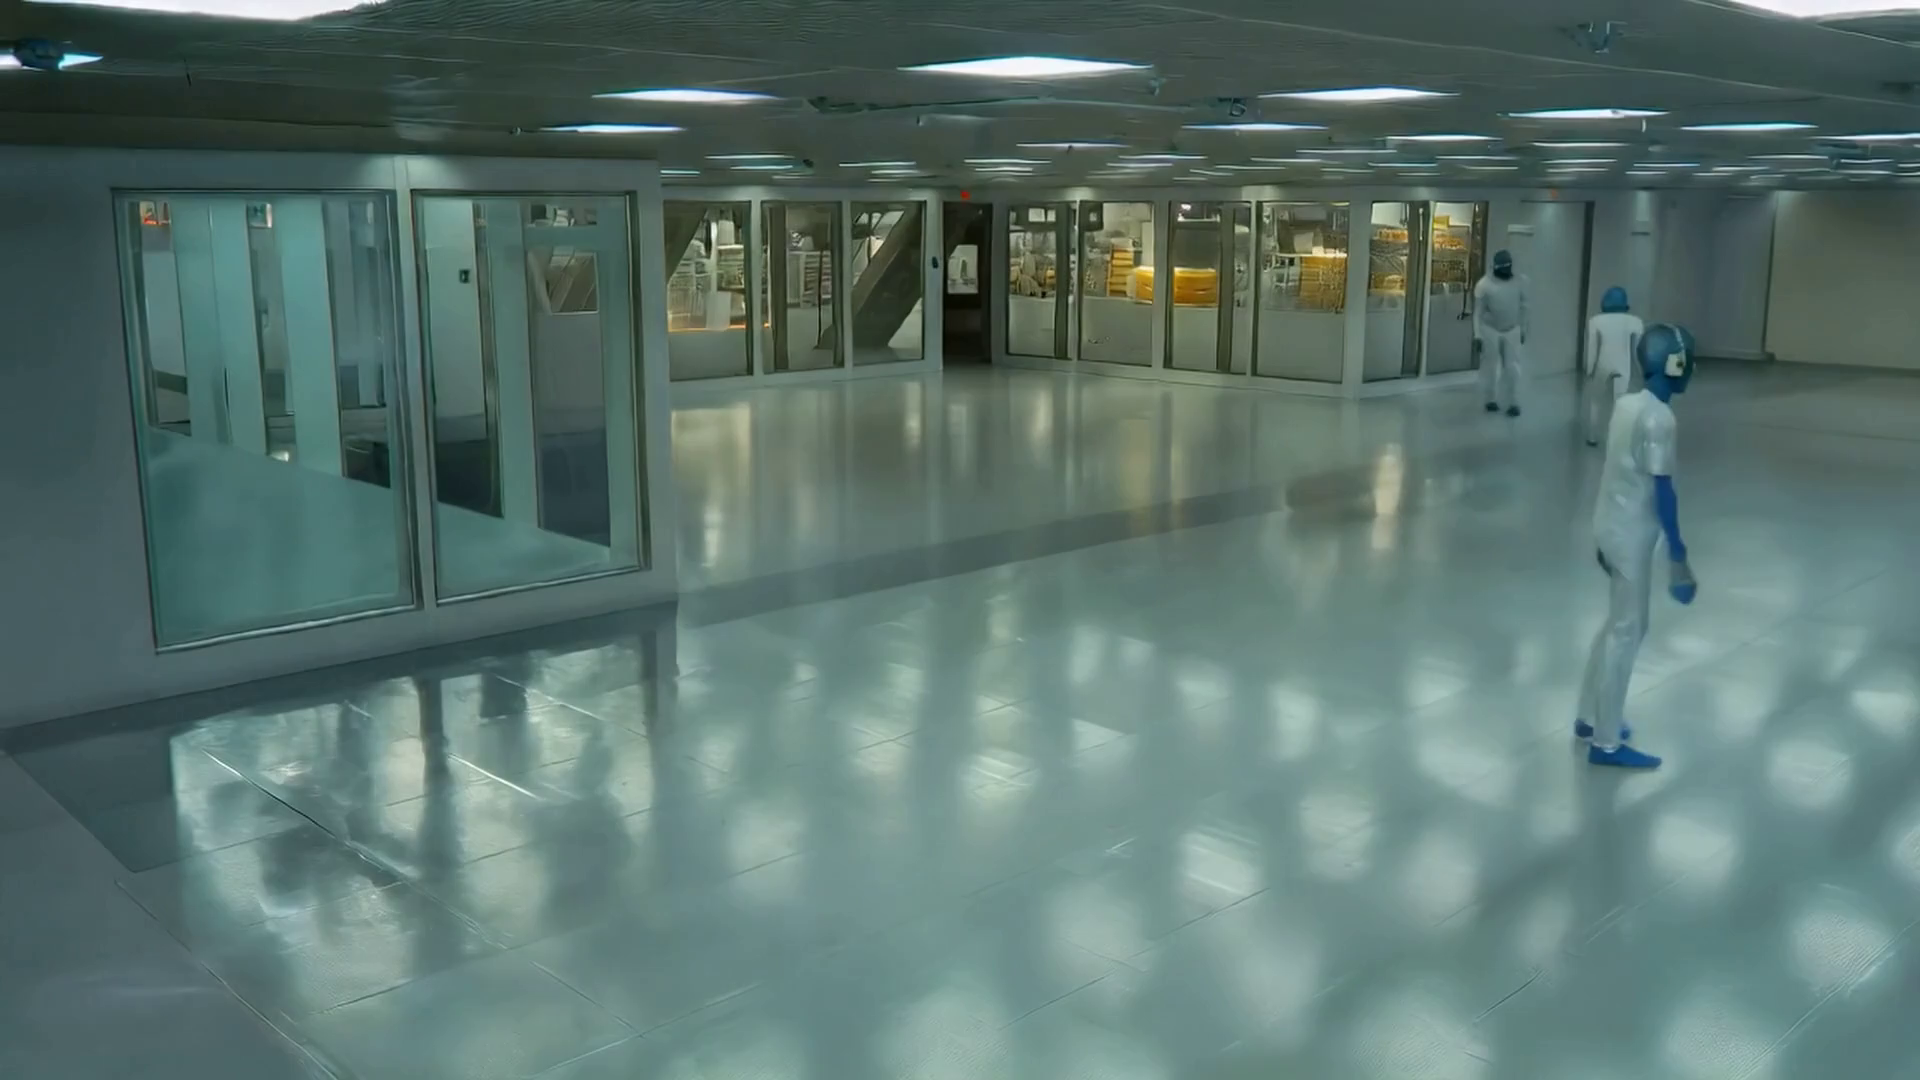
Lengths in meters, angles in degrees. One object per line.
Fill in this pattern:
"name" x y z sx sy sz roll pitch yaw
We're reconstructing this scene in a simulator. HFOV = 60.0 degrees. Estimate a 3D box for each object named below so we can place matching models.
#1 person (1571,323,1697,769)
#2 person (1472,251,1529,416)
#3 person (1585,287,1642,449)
"person" 2.811 0.035 6.919 0.372 1.856 0.659 1 11 5
"person" 6.104 -2.329 18.789 0.659 1.843 0.872 1 11 4
"person" 6.219 -1.608 15.823 0.514 1.588 0.859 2 12 11
